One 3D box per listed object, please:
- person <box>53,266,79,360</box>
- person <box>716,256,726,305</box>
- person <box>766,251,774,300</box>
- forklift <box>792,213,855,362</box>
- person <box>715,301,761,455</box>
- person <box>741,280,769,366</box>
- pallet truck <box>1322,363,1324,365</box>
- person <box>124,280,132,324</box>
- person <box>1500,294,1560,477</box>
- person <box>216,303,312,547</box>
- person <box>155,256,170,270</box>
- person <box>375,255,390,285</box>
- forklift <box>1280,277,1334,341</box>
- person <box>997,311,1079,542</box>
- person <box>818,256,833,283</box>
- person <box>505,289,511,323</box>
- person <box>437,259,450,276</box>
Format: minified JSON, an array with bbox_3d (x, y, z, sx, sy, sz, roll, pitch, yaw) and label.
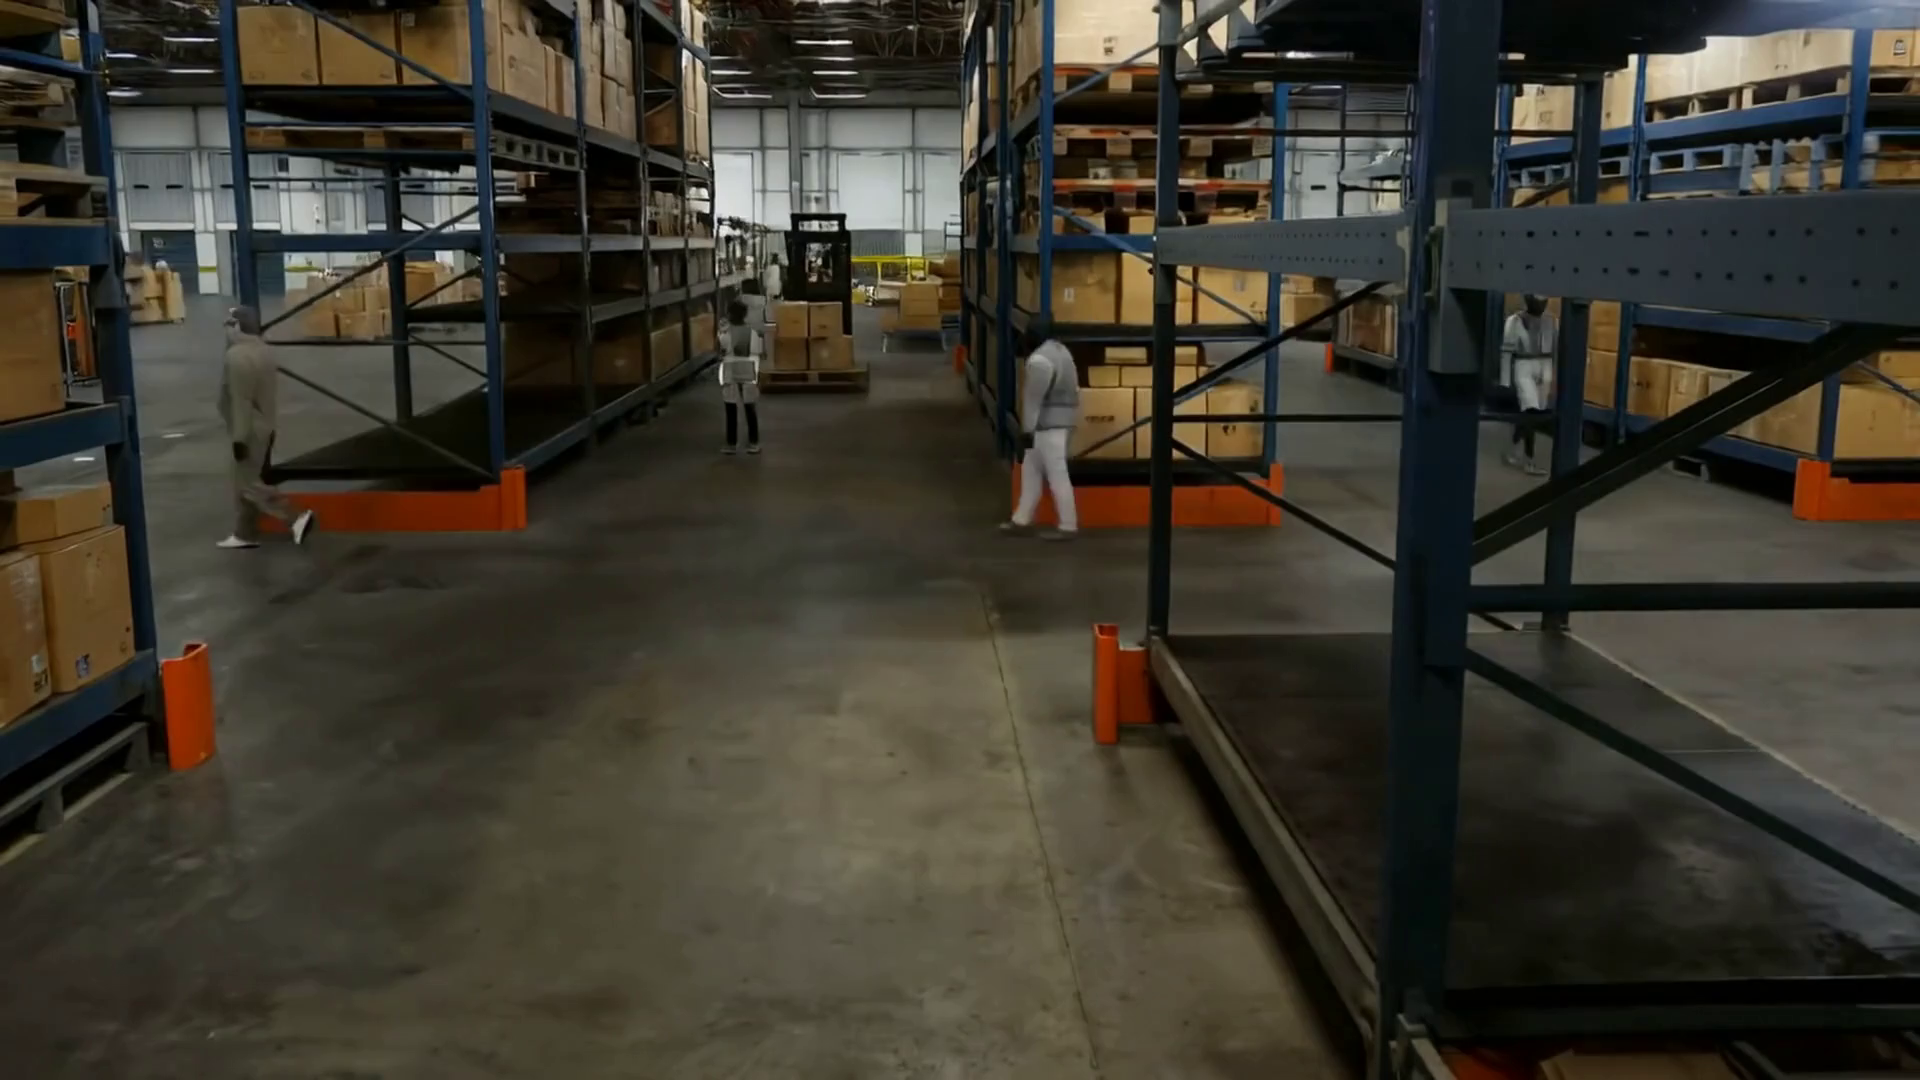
[{"bbox_3d":[-17.713,-4.527,32.955,0.547,1.942,0.351,-6,12,-30],"label":"person"},{"bbox_3d":[-8.772,-9.549,61.237,0.447,1.831,0.551,0,10,-3],"label":"person"},{"bbox_3d":[-7.728,-10.734,67.535,0.347,1.943,0.545,-1,10,-4],"label":"person"},{"bbox_3d":[-2.424,-4.284,28.984,1.129,2.768,1.873,0,10,-2],"label":"forklift"},{"bbox_3d":[-2.456,-1.792,18.401,0.542,1.695,0.316,-6,12,-30],"label":"person"},{"bbox_3d":[-3.796,-3.967,30.631,0.539,1.656,0.835,-7,12,-32],"label":"person"},{"bbox_3d":[7.712,-4.157,30.737,1.885,1.965,0.823,3,11,16],"label":"pallet truck"},{"bbox_3d":[-16.064,-4.338,31.625,0.813,2.000,0.683,6,12,29],"label":"person"},{"bbox_3d":[5.767,-1.677,16.893,0.614,2.021,0.901,-3,11,-15],"label":"person"},{"bbox_3d":[-5.334,-0.848,12.628,0.749,1.886,0.650,0,10,1],"label":"person"},{"bbox_3d":[-28.004,-9.045,58.409,0.428,1.840,0.631,1,10,7],"label":"person"},{"bbox_3d":[-18.564,-8.207,53.549,0.855,1.916,0.635,6,12,31],"label":"person"},{"bbox_3d":[8.618,-6.134,39.292,1.873,2.768,1.129,-1,10,-3],"label":"forklift"},{"bbox_3d":[0.600,-0.881,13.044,0.798,1.791,0.711,3,11,18],"label":"person"},{"bbox_3d":[-3.711,-6.914,46.184,0.361,1.963,0.613,-5,11,-27],"label":"person"},{"bbox_3d":[-8.069,-4.007,30.405,0.545,1.818,0.968,4,11,21],"label":"person"},{"bbox_3d":[-19.311,-9.626,62.069,0.538,1.677,0.563,9,13,40],"label":"person"}]
